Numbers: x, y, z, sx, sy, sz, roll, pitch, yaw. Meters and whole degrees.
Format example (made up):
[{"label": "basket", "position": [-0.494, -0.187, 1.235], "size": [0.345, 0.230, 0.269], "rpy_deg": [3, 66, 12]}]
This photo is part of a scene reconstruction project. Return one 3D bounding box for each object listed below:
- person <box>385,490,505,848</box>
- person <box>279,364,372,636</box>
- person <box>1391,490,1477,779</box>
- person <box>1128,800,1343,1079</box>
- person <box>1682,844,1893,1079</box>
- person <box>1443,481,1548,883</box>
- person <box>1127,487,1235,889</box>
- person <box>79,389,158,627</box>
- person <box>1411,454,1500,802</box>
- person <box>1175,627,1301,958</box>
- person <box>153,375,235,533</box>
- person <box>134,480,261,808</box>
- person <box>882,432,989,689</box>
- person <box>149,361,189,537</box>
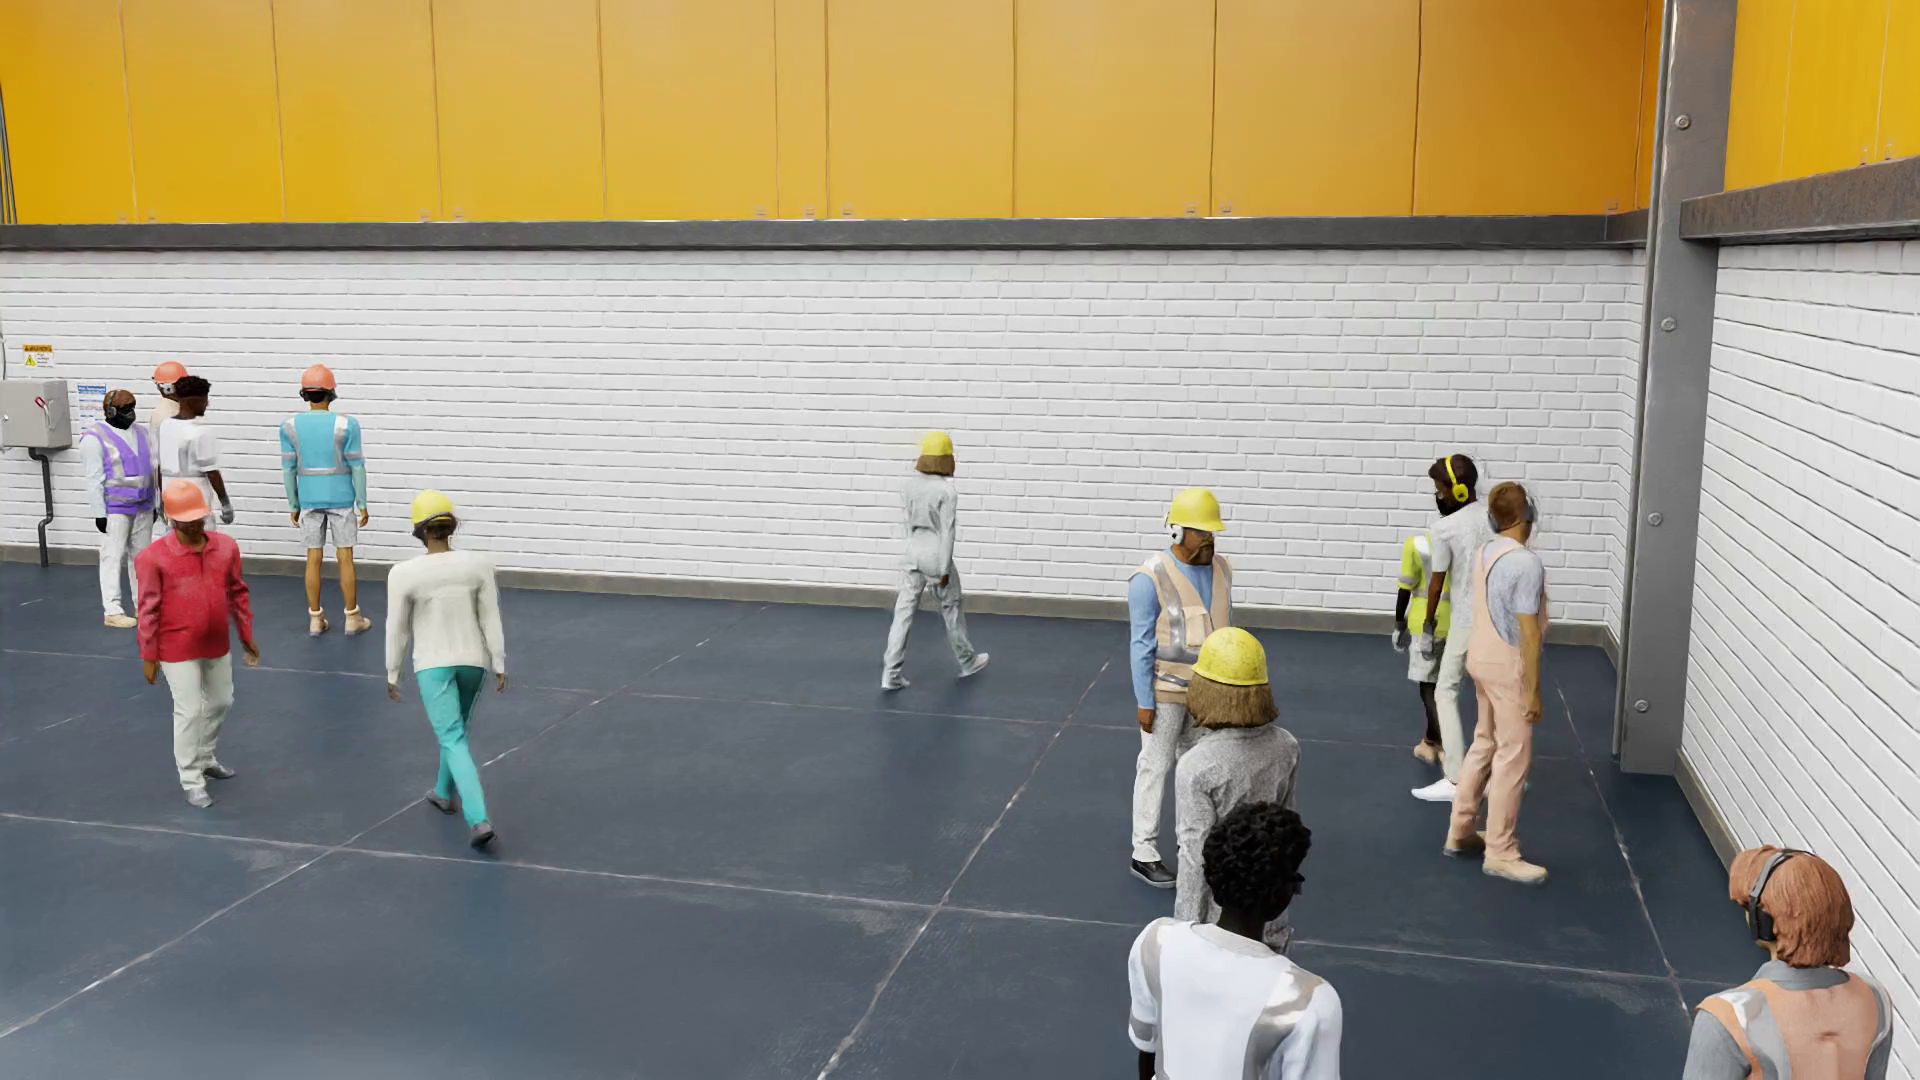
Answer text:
[{"label": "person", "position": [-2.503, 0.613, 8.150], "size": [0.535, 1.709, 0.975], "rpy_deg": [-8, 12, -39]}, {"label": "person", "position": [-4.752, -0.295, 12.489], "size": [0.608, 2.048, 0.365], "rpy_deg": [-1, 10, -4]}, {"label": "person", "position": [2.644, 0.501, 9.003], "size": [0.534, 1.664, 0.837], "rpy_deg": [-1, 10, -4]}, {"label": "person", "position": [0.592, 1.390, 3.627], "size": [0.542, 1.685, 0.320], "rpy_deg": [9, 13, 43]}, {"label": "person", "position": [1.703, 1.441, 3.492], "size": [0.525, 1.631, 0.317], "rpy_deg": [-4, 10, -22]}, {"label": "person", "position": [2.477, 0.647, 7.642], "size": [0.367, 1.815, 0.623], "rpy_deg": [-1, 10, -5]}, {"label": "person", "position": [1.020, 0.660, 7.545], "size": [0.591, 1.823, 0.405], "rpy_deg": [-7, 12, -36]}, {"label": "person", "position": [-6.451, -0.250, 12.864], "size": [0.429, 1.836, 0.631], "rpy_deg": [3, 10, 18]}, {"label": "person", "position": [2.715, 0.461, 8.704], "size": [0.658, 1.832, 0.330], "rpy_deg": [-1, 10, -9]}, {"label": "person", "position": [0.812, 1.121, 5.042], "size": [0.486, 1.744, 0.310], "rpy_deg": [-7, 12, -37]}, {"label": "person", "position": [-5.960, -0.312, 12.923], "size": [0.673, 1.936, 0.451], "rpy_deg": [6, 12, 33]}, {"label": "person", "position": [-4.014, 0.522, 8.651], "size": [0.603, 1.721, 0.610], "rpy_deg": [5, 11, 29]}, {"label": "person", "position": [-0.179, 0.130, 11.032], "size": [0.502, 1.693, 0.925], "rpy_deg": [8, 13, 40]}, {"label": "person", "position": [-6.443, -0.474, 13.700], "size": [0.376, 1.995, 0.612], "rpy_deg": [-4, 11, -24]}]
